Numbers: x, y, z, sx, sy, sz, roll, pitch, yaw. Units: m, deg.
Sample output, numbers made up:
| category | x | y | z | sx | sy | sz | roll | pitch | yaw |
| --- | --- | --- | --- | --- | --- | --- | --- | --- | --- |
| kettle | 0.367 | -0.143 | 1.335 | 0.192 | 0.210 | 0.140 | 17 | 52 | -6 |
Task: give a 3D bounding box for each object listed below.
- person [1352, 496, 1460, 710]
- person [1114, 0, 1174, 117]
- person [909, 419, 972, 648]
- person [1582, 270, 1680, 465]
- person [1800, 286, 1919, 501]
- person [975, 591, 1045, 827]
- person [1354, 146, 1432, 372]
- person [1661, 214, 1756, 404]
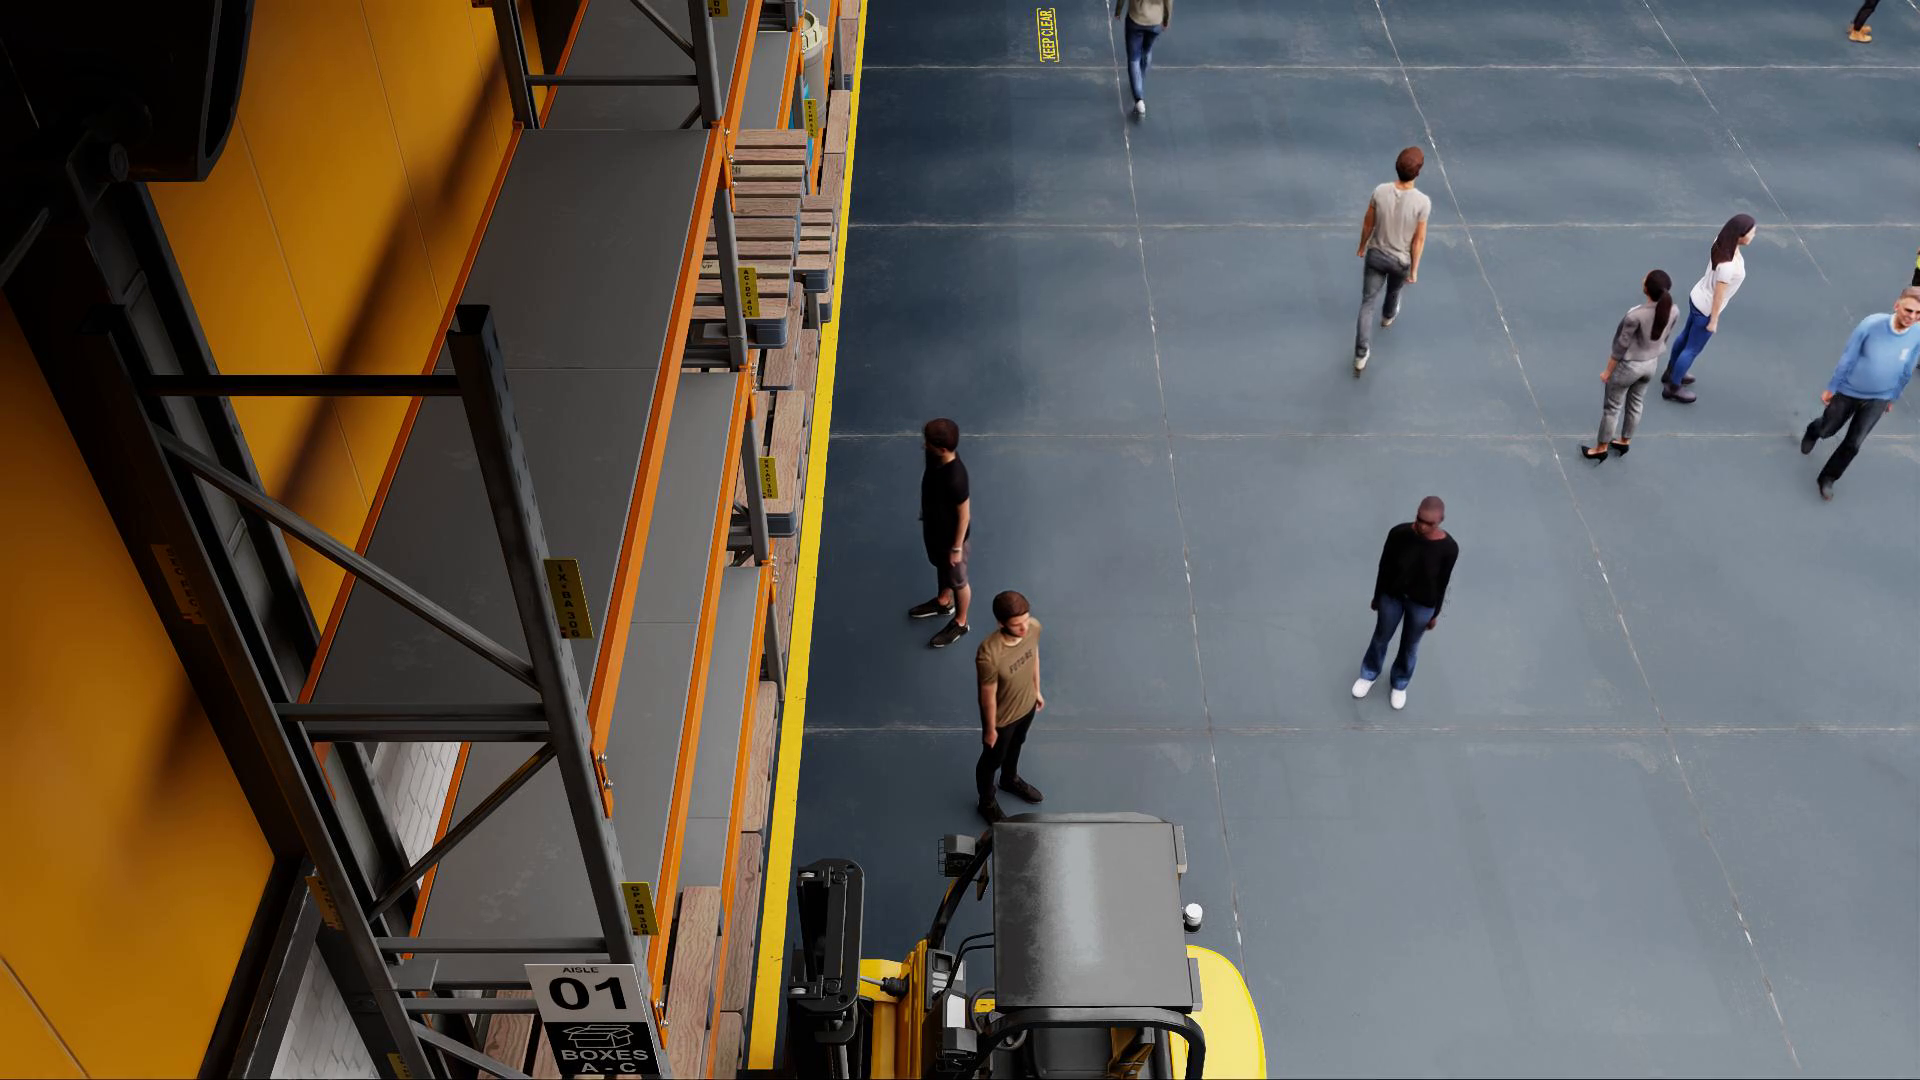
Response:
| category | x | y | z | sx | sy | sz | roll | pitch | yaw |
| --- | --- | --- | --- | --- | --- | --- | --- | --- | --- |
| person | 2.854 | 0.371 | 10.585 | 0.670 | 1.748 | 0.662 | 16 | 46 | 16 |
| person | 1.791 | -5.031 | 16.182 | 0.777 | 1.850 | 1.163 | -4 | 44 | -5 |
| person | -0.079 | -0.084 | 10.981 | 0.827 | 1.861 | 0.686 | -17 | 46 | -17 |
| person | 5.000 | -1.273 | 12.363 | 0.694 | 1.677 | 0.682 | -13 | 45 | -14 |
| person | 6.578 | -1.149 | 12.138 | 0.799 | 1.805 | 0.963 | 9 | 44 | 9 |
| person | 0.283 | 0.978 | 9.872 | 0.803 | 1.852 | 0.726 | 31 | 52 | 28 |
| person | 3.377 | -2.190 | 13.202 | 1.038 | 1.845 | 1.313 | 18 | 46 | 18 |
| person | 5.781 | -1.806 | 12.919 | 0.697 | 1.680 | 0.524 | 7 | 44 | 7 |
